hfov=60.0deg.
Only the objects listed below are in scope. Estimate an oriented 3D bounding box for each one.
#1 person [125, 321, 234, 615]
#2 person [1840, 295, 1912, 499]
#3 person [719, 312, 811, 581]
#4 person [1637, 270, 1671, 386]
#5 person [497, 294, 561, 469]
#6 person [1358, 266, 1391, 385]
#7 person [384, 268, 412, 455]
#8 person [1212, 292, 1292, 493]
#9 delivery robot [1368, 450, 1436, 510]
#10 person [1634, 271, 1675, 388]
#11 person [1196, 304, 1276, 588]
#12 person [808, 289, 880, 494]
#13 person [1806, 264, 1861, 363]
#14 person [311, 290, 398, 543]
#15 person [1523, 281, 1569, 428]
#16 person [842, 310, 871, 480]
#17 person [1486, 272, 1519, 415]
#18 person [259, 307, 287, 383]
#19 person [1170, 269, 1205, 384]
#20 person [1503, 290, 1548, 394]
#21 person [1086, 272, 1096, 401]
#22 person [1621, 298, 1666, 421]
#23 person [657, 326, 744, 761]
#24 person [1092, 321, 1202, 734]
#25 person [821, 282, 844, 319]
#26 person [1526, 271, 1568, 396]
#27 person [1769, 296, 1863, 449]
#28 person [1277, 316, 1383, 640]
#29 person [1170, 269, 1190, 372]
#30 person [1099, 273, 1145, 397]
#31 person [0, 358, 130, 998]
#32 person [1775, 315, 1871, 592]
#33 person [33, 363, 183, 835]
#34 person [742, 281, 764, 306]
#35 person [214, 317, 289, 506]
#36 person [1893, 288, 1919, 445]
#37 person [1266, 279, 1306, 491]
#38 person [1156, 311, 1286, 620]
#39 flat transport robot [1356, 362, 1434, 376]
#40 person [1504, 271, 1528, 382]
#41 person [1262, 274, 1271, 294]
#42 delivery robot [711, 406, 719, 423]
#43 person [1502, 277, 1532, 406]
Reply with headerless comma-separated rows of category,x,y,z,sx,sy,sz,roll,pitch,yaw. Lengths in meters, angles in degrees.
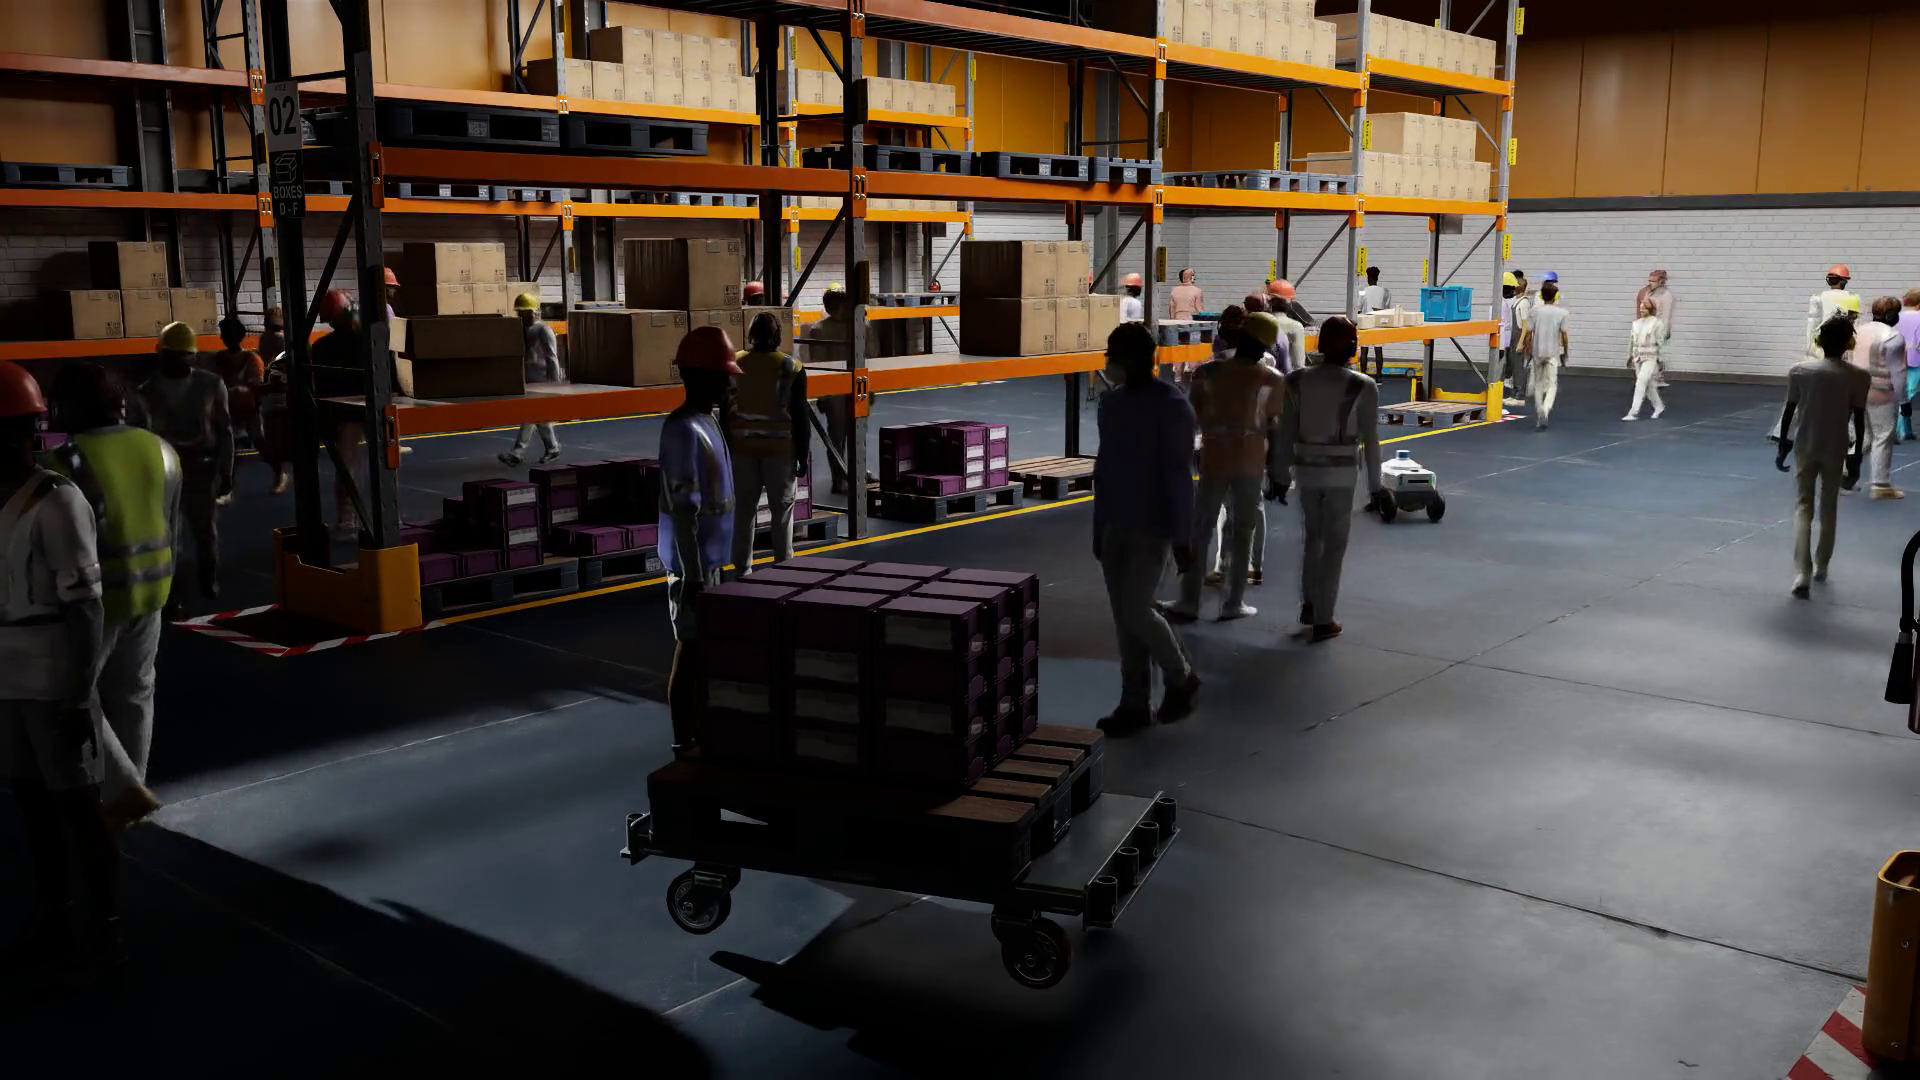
person,-4.830,-0.441,10.282,0.633,1.811,0.426,-4,11,-20
person,8.281,-1.274,14.949,0.486,1.835,0.651,0,10,-1
person,-1.287,-0.582,11.017,0.625,1.837,0.429,1,10,8
person,11.389,-3.464,27.236,0.406,1.902,0.637,-5,11,-25
person,-4.473,-1.640,17.163,0.617,1.781,0.945,6,12,32
person,6.796,-3.529,27.457,0.598,1.958,0.371,0,10,2
person,-6.270,-1.948,18.197,0.391,2.039,0.615,-8,13,-39
person,2.501,-1.175,14.267,0.680,1.878,0.521,4,11,20
delivery robot,3.707,-0.509,13.968,0.477,0.478,0.707,-1,10,-8
person,11.158,-3.370,26.739,0.487,1.878,0.665,-3,10,-14
person,1.831,-0.616,11.059,0.574,1.884,0.358,-5,11,-27
person,-1.010,-1.367,15.353,0.847,1.894,0.363,-8,13,-37
person,11.492,-2.599,21.912,0.608,2.039,0.395,7,12,34
person,-4.567,-0.943,12.787,0.734,1.944,0.383,-8,13,-38
person,7.272,-2.285,20.677,0.526,1.849,0.708,5,11,25
person,-1.049,-1.436,16.297,0.327,1.687,0.538,5,11,27
person,7.371,-2.673,22.651,0.388,1.926,0.590,3,10,16
person,-7.222,-1.665,17.774,0.520,1.632,0.358,6,12,32
person,3.820,-3.563,27.769,0.641,1.911,0.407,9,13,41
person,8.863,-3.078,25.878,0.561,1.589,0.840,-4,11,-23
person,1.829,-3.007,24.553,0.543,1.928,0.372,4,11,20
person,9.047,-2.372,21.856,0.821,1.606,0.530,-4,11,-22
person,-1.075,0.070,7.010,0.376,1.934,0.547,0,10,1
person,0.823,-0.042,7.670,0.461,1.924,0.660,-6,12,-30
person,-1.772,-2.831,24.030,0.524,1.760,0.327,-5,11,-27
person,9.027,-3.152,25.456,0.928,1.884,0.621,-5,11,-28
person,9.720,-1.874,18.695,1.070,1.744,0.607,7,12,36
person,2.161,-0.357,9.632,0.601,1.864,0.507,7,12,37
person,4.082,-4.008,30.416,0.535,1.869,0.312,6,12,30
person,2.339,-2.778,23.295,0.808,1.919,0.552,-3,10,-17
person,-2.810,0.419,5.016,0.548,1.937,0.379,6,12,32
person,5.708,-0.577,11.041,0.519,1.827,0.985,4,11,23
person,-3.255,0.240,6.333,0.533,1.833,0.650,4,11,24
person,-2.061,-1.811,17.843,0.728,1.898,0.599,6,12,32
person,-6.368,-1.166,14.844,0.531,1.659,0.878,3,10,16
person,10.966,-2.011,19.256,0.969,1.802,0.571,-6,12,-33
person,2.870,-1.396,15.241,0.715,1.976,0.632,-9,13,-41
person,1.603,-0.446,10.123,0.743,1.874,0.461,2,10,11
flat transport robot,7.607,-3.027,29.376,1.431,0.197,0.652,2,10,11
person,9.397,-3.590,28.102,0.622,1.838,1.001,6,12,31
person,5.840,-4.118,31.339,0.533,1.767,0.326,7,12,36
delivery robot,-2.962,-1.628,20.336,0.477,0.478,0.707,-3,10,-14
person,8.004,-2.846,23.871,0.329,1.842,0.518,1,10,8
